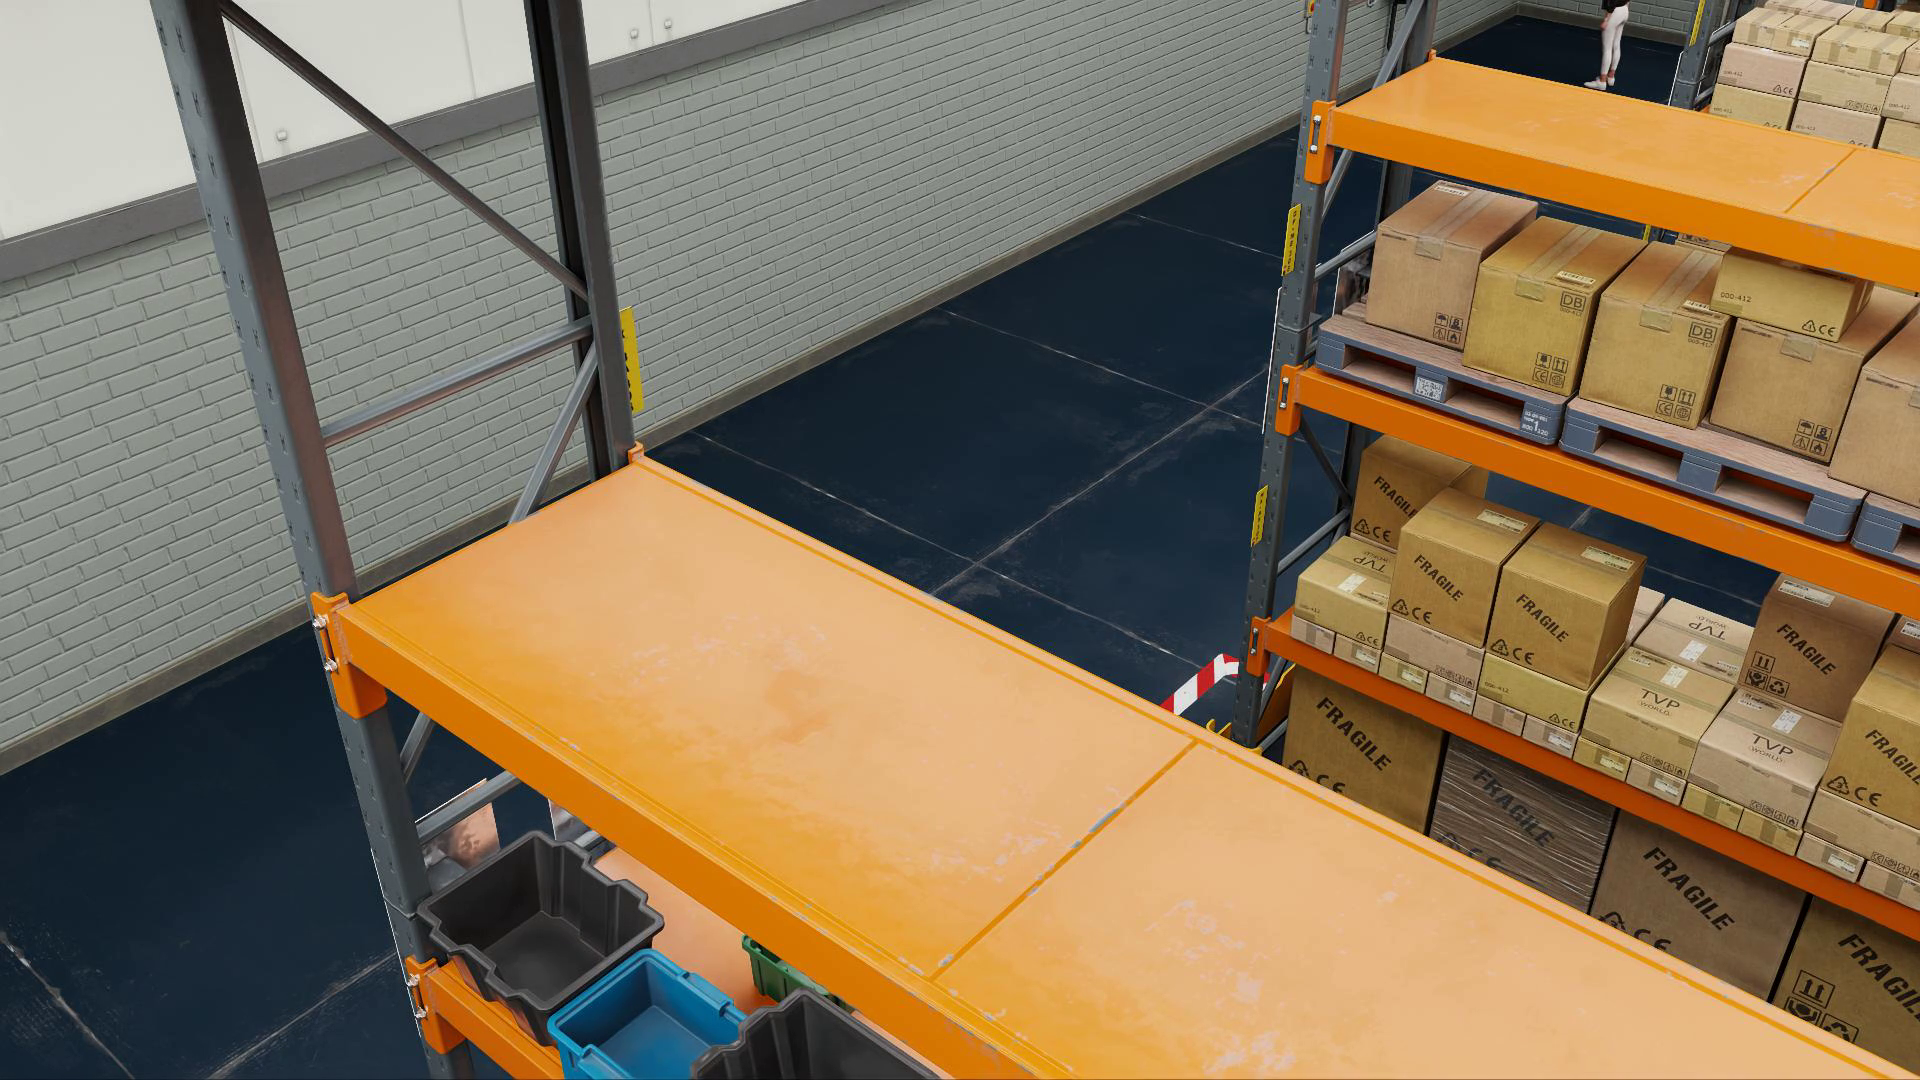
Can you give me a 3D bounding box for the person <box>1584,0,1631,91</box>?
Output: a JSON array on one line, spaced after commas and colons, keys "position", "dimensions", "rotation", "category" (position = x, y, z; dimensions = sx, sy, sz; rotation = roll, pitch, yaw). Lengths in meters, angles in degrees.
[{"position": [7.908, -6.310, 20.044], "dimensions": [0.621, 1.704, 0.554], "rotation": [-26, 41, -34], "category": "person"}]
